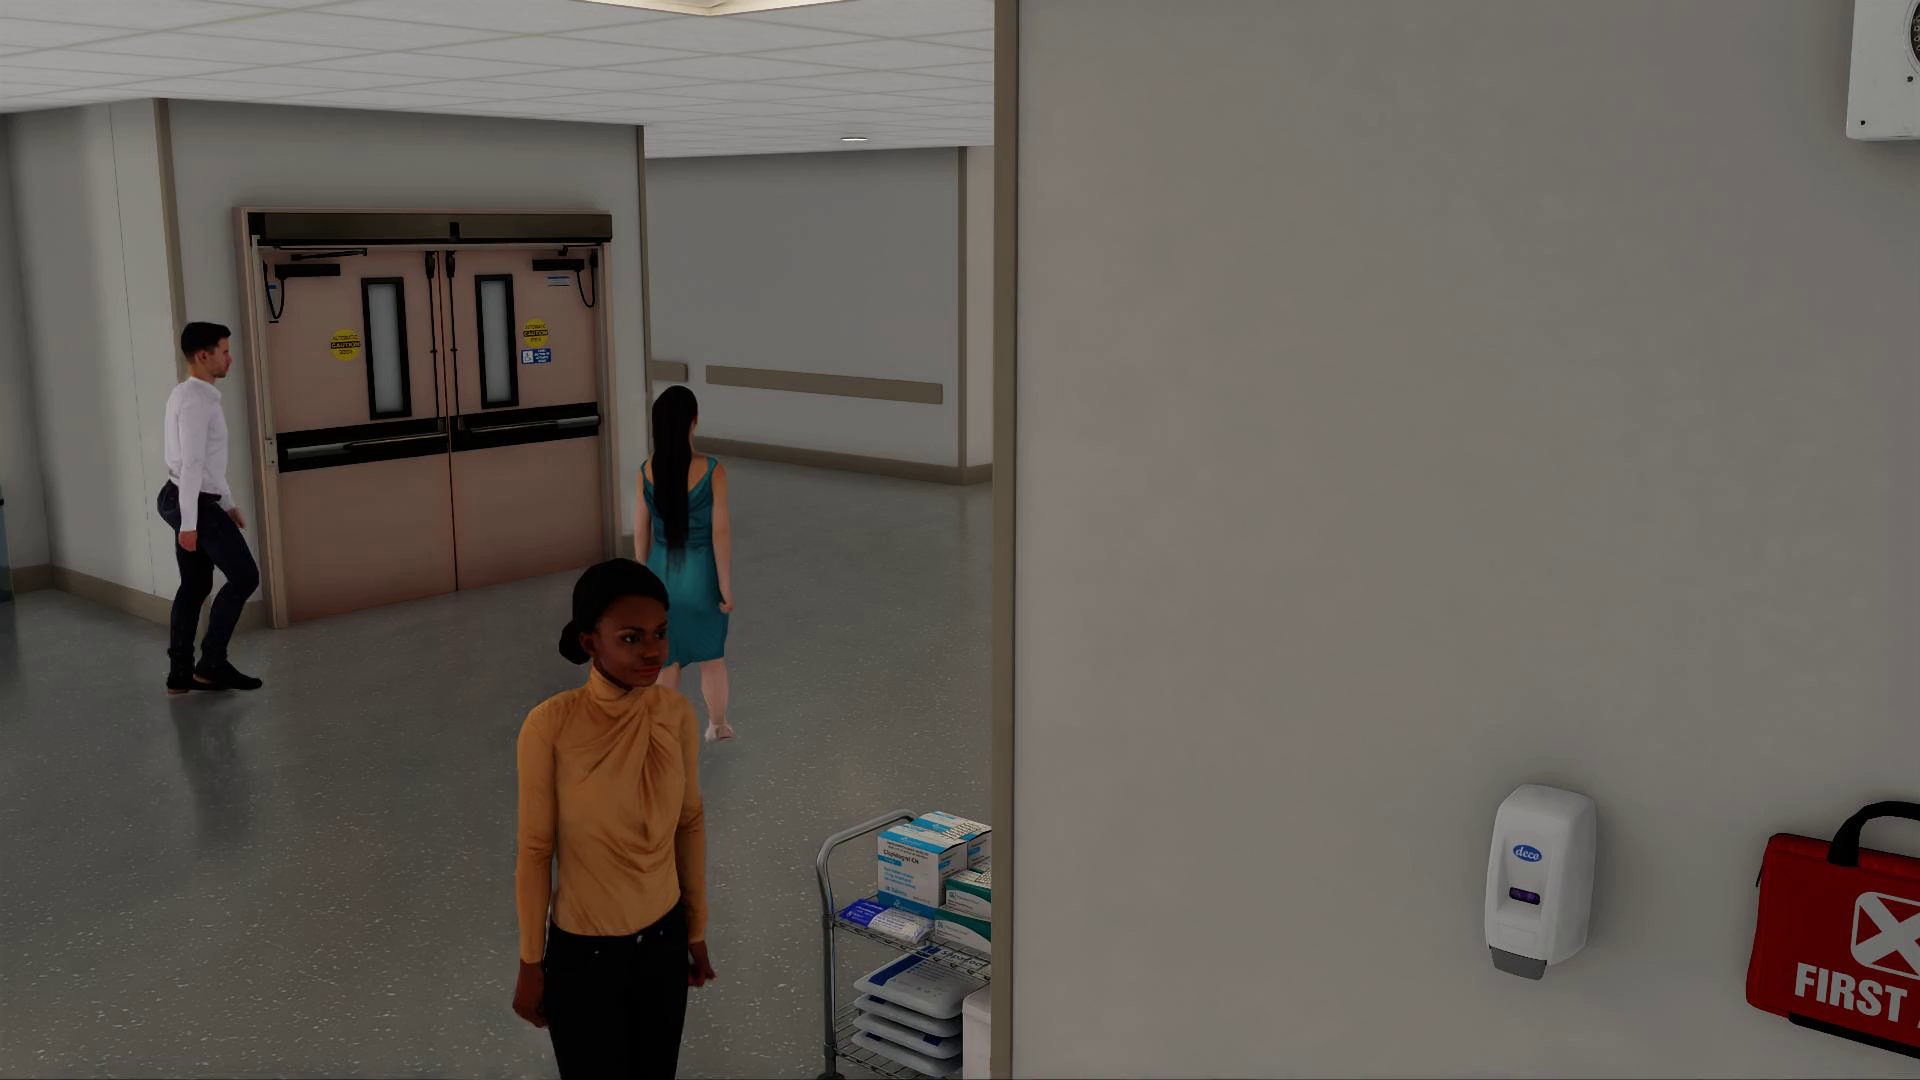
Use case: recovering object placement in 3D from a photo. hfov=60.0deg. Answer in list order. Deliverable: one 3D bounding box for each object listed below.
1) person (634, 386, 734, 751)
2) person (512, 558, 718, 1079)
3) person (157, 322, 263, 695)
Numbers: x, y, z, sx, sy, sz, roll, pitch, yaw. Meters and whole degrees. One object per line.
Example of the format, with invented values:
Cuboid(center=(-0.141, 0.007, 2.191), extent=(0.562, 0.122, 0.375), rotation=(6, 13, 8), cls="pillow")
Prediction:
Cuboid(center=(-1.135, 0.250, 6.692), extent=(0.964, 1.642, 1.099), rotation=(1, 11, 4), cls="person")
Cuboid(center=(-0.781, 0.842, 3.543), extent=(0.687, 1.652, 0.710), rotation=(-9, 14, -40), cls="person")
Cuboid(center=(-3.864, -0.134, 8.165), extent=(0.767, 1.848, 0.713), rotation=(-7, 13, -31), cls="person")
